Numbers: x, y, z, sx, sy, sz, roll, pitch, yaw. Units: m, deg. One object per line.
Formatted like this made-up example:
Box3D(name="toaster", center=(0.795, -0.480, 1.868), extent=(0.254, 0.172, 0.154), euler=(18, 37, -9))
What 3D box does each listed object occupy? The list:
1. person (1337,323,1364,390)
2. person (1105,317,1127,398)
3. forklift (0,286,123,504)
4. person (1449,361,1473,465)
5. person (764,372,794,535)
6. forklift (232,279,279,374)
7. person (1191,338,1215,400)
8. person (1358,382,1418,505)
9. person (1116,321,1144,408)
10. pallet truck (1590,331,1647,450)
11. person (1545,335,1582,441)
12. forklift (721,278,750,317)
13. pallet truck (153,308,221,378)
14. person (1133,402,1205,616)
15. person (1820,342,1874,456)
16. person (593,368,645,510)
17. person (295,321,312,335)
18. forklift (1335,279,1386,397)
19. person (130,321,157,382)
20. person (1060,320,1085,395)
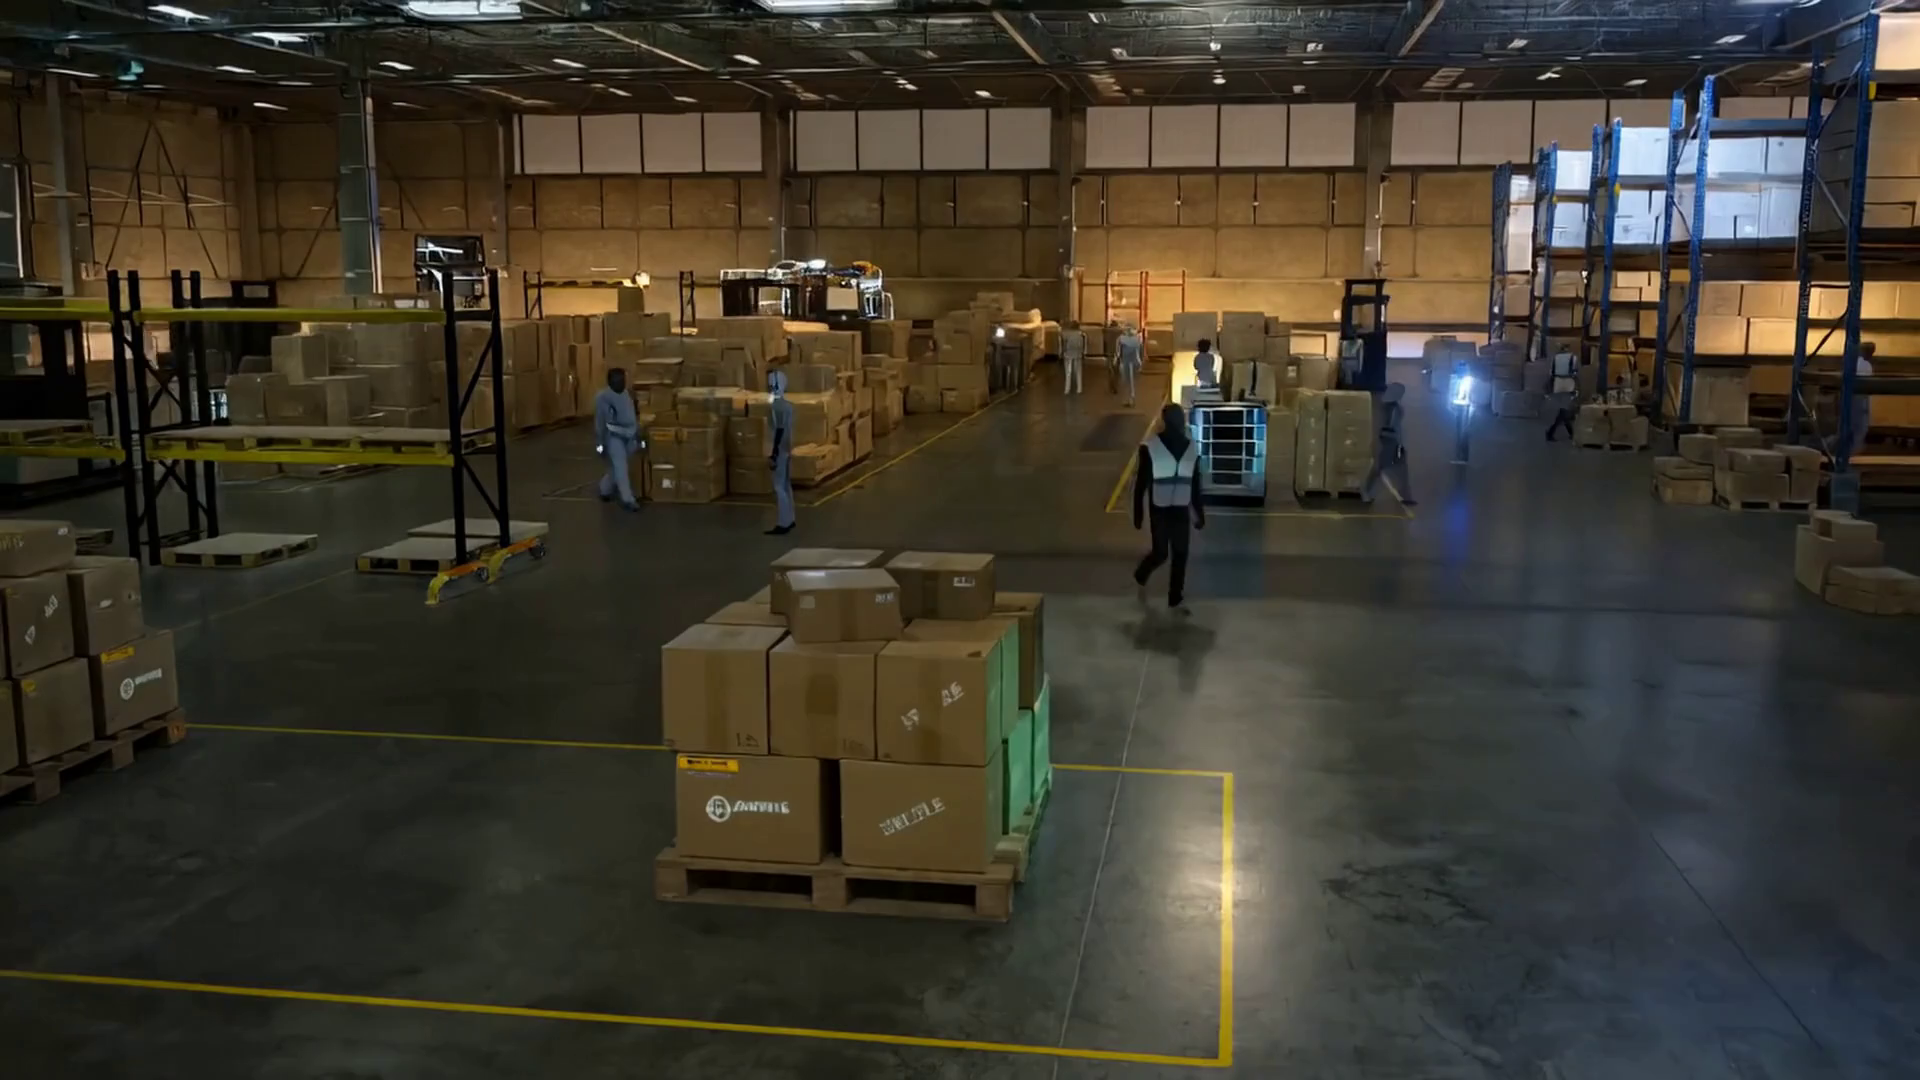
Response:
Box3D(name="person", center=(8.373, -3.685, 35.593), extent=(0.575, 1.911, 0.707), euler=(1, 9, 4))
Box3D(name="person", center=(3.755, -4.385, 39.880), extent=(0.636, 1.941, 1.034), euler=(-2, 9, -10))
Box3D(name="forklift", center=(-12.268, -1.953, 21.957), extent=(1.129, 2.768, 1.873), euler=(1, 9, 9))
Box3D(name="person", center=(7.856, -1.984, 26.002), extent=(0.313, 1.631, 0.525), euler=(-1, 9, -3))
Box3D(name="person", center=(-2.088, -0.993, 19.133), extent=(0.322, 1.876, 0.531), euler=(1, 9, 9))
Box3D(name="forklift", center=(-16.058, -4.570, 38.102), extent=(1.129, 2.768, 1.873), euler=(-9, 13, -43))
Box3D(name="person", center=(4.873, -3.185, 33.231), extent=(0.544, 1.680, 0.410), euler=(-7, 12, -37))
Box3D(name="person", center=(5.529, -1.235, 21.446), extent=(0.808, 1.606, 0.523), euler=(-3, 10, -19))
Box3D(name="person", center=(3.761, -3.880, 36.793), extent=(0.651, 1.918, 0.454), euler=(-1, 9, -4))
Box3D(name="pallet truck", center=(11.253, -2.573, 28.499), extent=(0.823, 1.965, 1.885), euler=(5, 10, 27))
Box3D(name="person", center=(10.719, -2.698, 29.592), extent=(0.891, 1.905, 0.539), euler=(-7, 12, -37))
Box3D(name="forklift", center=(-6.057, -5.694, 45.033), extent=(1.873, 2.768, 1.129), euler=(4, 10, 26))
Box3D(name="pallet truck", center=(-21.869, -5.598, 47.154), extent=(0.823, 1.965, 1.885), euler=(4, 10, 26))
Box3D(name="person", center=(1.820, -0.290, 14.732), extent=(0.623, 1.898, 0.540), euler=(-4, 10, -23))
Box3D(name="person", center=(13.998, -2.139, 26.065), extent=(0.678, 1.924, 0.636), euler=(1, 9, 9))
Box3D(name="person", center=(-4.403, -1.304, 21.282), extent=(0.907, 1.814, 0.628), euler=(7, 11, 35))
Box3D(name="person", center=(-14.769, -3.985, 37.454), extent=(0.444, 1.918, 0.711), euler=(2, 10, 15))
Box3D(name="forklift", center=(9.706, -4.903, 40.152), extent=(1.129, 2.768, 1.873), euler=(1, 9, 9))
Box3D(name="person", center=(-22.019, -5.193, 44.947), extent=(0.734, 1.904, 0.598), euler=(-9, 13, -44))
Box3D(name="person", center=(2.720, -4.445, 40.525), extent=(0.634, 1.841, 0.429), euler=(-2, 9, -13))
